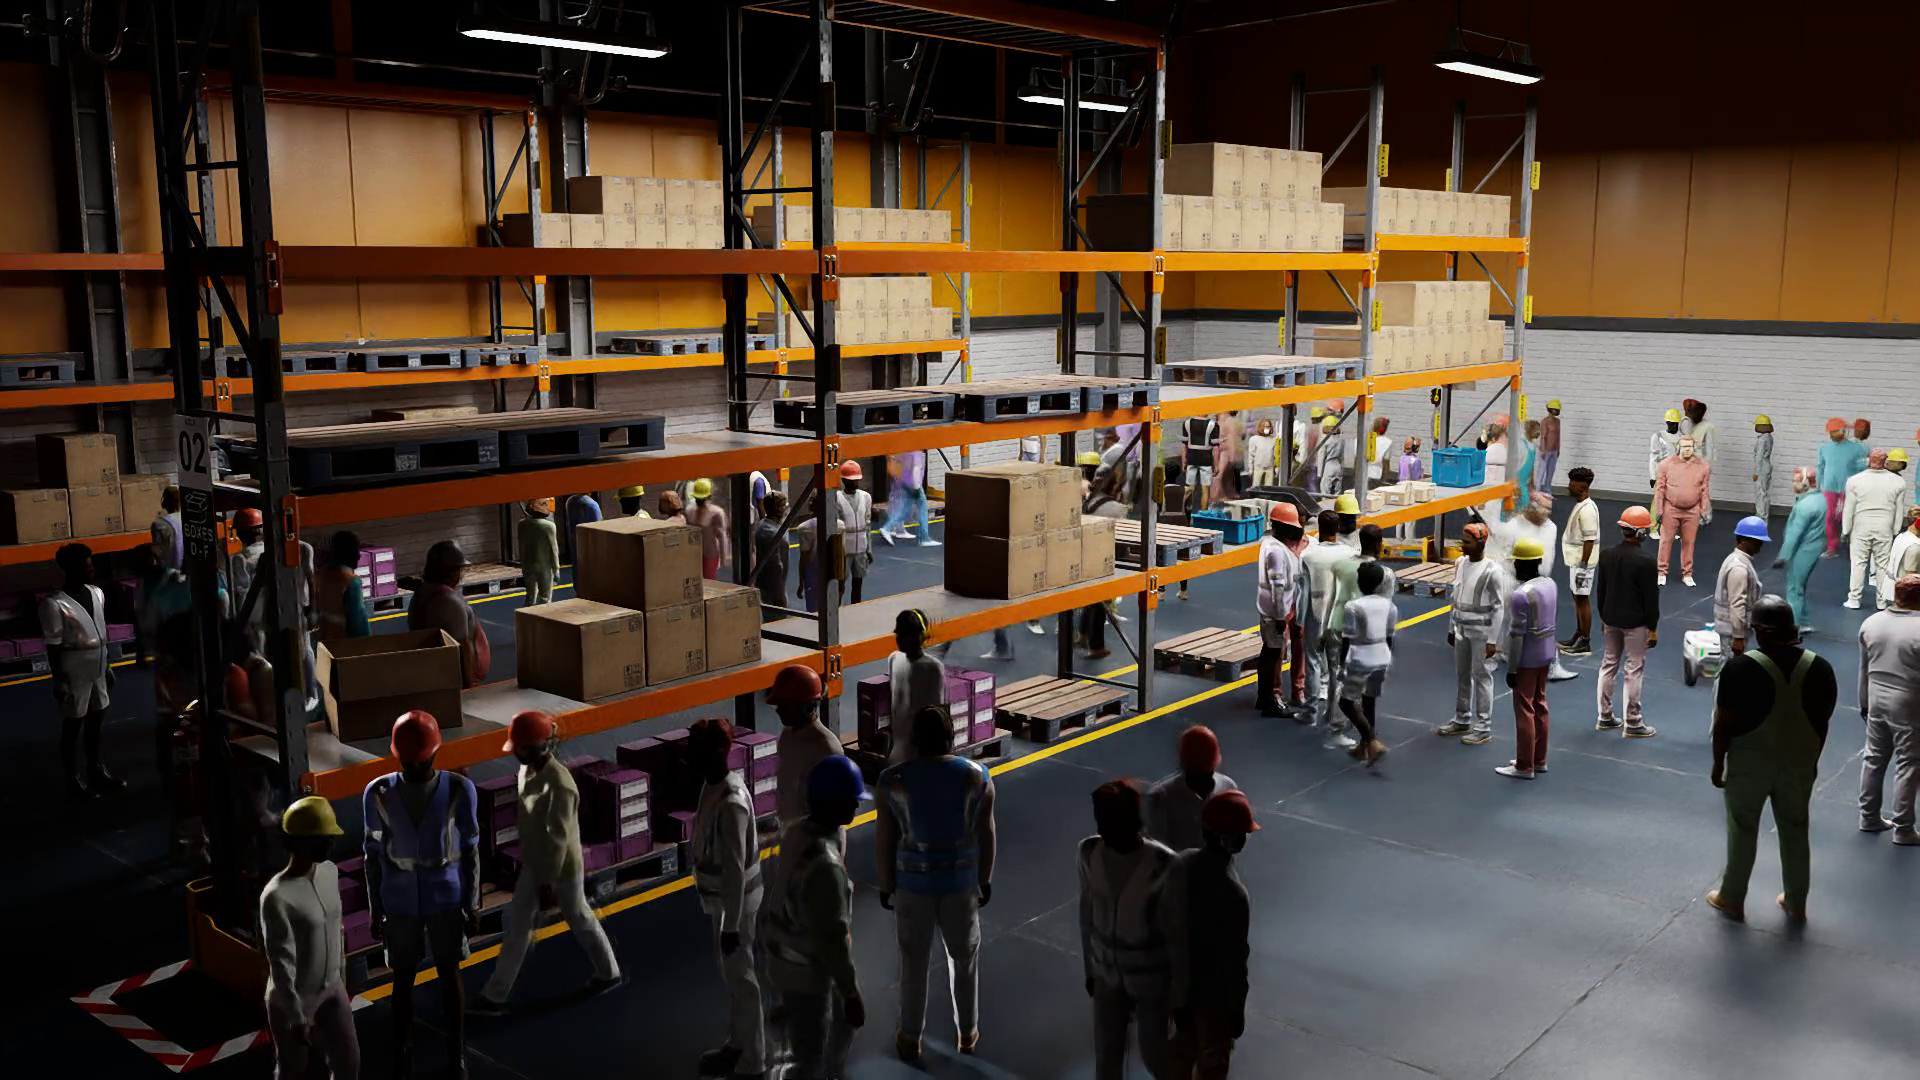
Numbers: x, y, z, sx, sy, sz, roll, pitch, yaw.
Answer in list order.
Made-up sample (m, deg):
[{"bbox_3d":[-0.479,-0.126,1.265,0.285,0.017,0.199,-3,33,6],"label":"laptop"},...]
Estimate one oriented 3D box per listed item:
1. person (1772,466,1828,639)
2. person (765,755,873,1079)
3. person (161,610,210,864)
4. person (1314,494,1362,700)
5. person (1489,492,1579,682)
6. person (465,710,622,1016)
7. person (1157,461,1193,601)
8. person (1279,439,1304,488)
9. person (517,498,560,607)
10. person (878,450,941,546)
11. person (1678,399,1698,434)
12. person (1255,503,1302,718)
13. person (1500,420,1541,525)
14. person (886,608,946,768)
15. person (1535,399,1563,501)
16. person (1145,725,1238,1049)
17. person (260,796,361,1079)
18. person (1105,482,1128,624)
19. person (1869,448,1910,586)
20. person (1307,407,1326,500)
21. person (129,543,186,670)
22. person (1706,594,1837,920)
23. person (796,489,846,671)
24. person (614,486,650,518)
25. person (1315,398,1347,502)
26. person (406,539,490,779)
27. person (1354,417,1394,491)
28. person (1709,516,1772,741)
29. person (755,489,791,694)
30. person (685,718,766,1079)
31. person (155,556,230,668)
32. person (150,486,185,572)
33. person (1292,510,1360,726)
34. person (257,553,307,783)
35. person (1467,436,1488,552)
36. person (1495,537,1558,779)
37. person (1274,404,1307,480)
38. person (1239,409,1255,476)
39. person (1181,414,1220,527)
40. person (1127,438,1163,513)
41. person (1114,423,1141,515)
[{"bbox_3d":[9.011,0.148,17.854,0.450,1.892,0.659,6,11,33],"label":"person"},{"bbox_3d":[-0.618,1.887,7.385,0.613,1.917,0.687,-3,10,-15],"label":"person"},{"bbox_3d":[-5.215,1.328,11.281,0.338,1.735,0.486,-1,10,-9],"label":"person"},{"bbox_3d":[3.549,0.529,15.454,0.589,1.930,0.356,0,10,-3],"label":"person"},{"bbox_3d":[5.495,0.458,16.129,0.714,1.850,0.873,-2,10,-14],"label":"person"},{"bbox_3d":[-2.252,1.732,8.966,0.933,1.694,0.573,-8,12,-39],"label":"person"},{"bbox_3d":[2.535,-0.104,19.964,0.533,1.690,0.322,-2,10,-11],"label":"person"},{"bbox_3d":[4.336,-0.469,21.927,0.341,1.760,0.525,8,13,41],"label":"person"},{"bbox_3d":[-4.462,0.313,17.658,0.503,1.625,0.294,5,11,26],"label":"person"},{"bbox_3d":[-0.730,-0.826,23.741,0.833,1.877,0.678,-3,10,-16],"label":"person"},{"bbox_3d":[11.635,-1.324,26.658,0.342,1.882,0.587,3,10,17],"label":"person"},{"bbox_3d":[2.851,0.622,14.911,0.374,1.928,0.542,0,10,1],"label":"person"},{"bbox_3d":[8.133,-0.850,24.126,0.910,1.797,0.520,6,11,31],"label":"person"},{"bbox_3d":[-0.324,1.351,10.761,0.552,1.855,0.386,8,13,41],"label":"person"},{"bbox_3d":[10.009,-1.514,28.180,0.527,1.759,0.342,-7,12,-37],"label":"person"},{"bbox_3d":[1.192,1.757,8.802,0.591,1.708,0.880,-3,10,-20],"label":"person"},{"bbox_3d":[-2.850,1.993,7.305,0.589,1.737,0.574,3,10,18],"label":"person"},{"bbox_3d":[1.692,0.135,18.706,0.293,1.632,0.540,8,12,39],"label":"person"},{"bbox_3d":[11.681,-0.286,20.878,0.320,1.742,0.492,8,12,40],"label":"person"},{"bbox_3d":[5.761,-1.259,26.673,0.591,1.751,0.367,-6,11,-30],"label":"person"},{"bbox_3d":[-6.440,0.900,13.621,0.644,1.803,0.569,6,11,34],"label":"person"},{"bbox_3d":[5.024,1.326,10.371,0.698,2.000,0.535,1,10,4],"label":"person"},{"bbox_3d":[-1.368,0.409,16.423,0.516,1.843,0.327,-5,11,-28],"label":"person"},{"bbox_3d":[-3.234,0.340,16.635,0.393,1.919,0.581,-2,10,-12],"label":"person"},{"bbox_3d":[5.693,-1.211,25.684,0.612,1.977,0.621,-2,10,-13],"label":"person"},{"bbox_3d":[-3.756,0.995,12.346,0.536,2.000,0.687,-9,13,-44],"label":"person"},{"bbox_3d":[6.024,-0.902,24.324,0.586,1.817,0.655,7,12,37],"label":"person"},{"bbox_3d":[6.577,0.757,14.053,0.401,1.941,0.616,4,10,23],"label":"person"},{"bbox_3d":[-1.745,0.484,15.699,0.372,1.940,0.630,-2,10,-12],"label":"person"},{"bbox_3d":[-1.146,1.780,8.160,0.361,1.876,0.575,-3,10,-15],"label":"person"},{"bbox_3d":[-6.097,0.964,13.282,0.589,1.777,0.974,-3,10,-17],"label":"person"},{"bbox_3d":[-7.828,0.375,16.676,0.339,1.833,0.522,8,12,40],"label":"person"},{"bbox_3d":[3.220,0.686,14.604,0.598,1.907,0.409,-3,10,-18],"label":"person"},{"bbox_3d":[-5.351,0.977,13.063,0.428,1.845,0.576,-9,13,-43],"label":"person"},{"bbox_3d":[7.170,-0.627,23.071,0.350,1.686,0.573,3,10,17],"label":"person"},{"bbox_3d":[4.476,0.926,13.141,0.582,1.919,0.399,-9,13,-42],"label":"person"},{"bbox_3d":[5.189,-1.251,26.242,0.353,1.879,0.576,-9,13,-42],"label":"person"},{"bbox_3d":[5.462,-2.044,31.718,0.316,1.628,0.517,3,10,19],"label":"person"},{"bbox_3d":[3.690,-1.192,25.442,0.611,2.032,0.411,5,11,28],"label":"person"},{"bbox_3d":[3.019,-1.233,26.814,0.871,1.631,0.580,-5,11,-28],"label":"person"},{"bbox_3d":[2.576,-1.321,26.372,0.616,2.010,0.473,5,11,29],"label":"person"}]
